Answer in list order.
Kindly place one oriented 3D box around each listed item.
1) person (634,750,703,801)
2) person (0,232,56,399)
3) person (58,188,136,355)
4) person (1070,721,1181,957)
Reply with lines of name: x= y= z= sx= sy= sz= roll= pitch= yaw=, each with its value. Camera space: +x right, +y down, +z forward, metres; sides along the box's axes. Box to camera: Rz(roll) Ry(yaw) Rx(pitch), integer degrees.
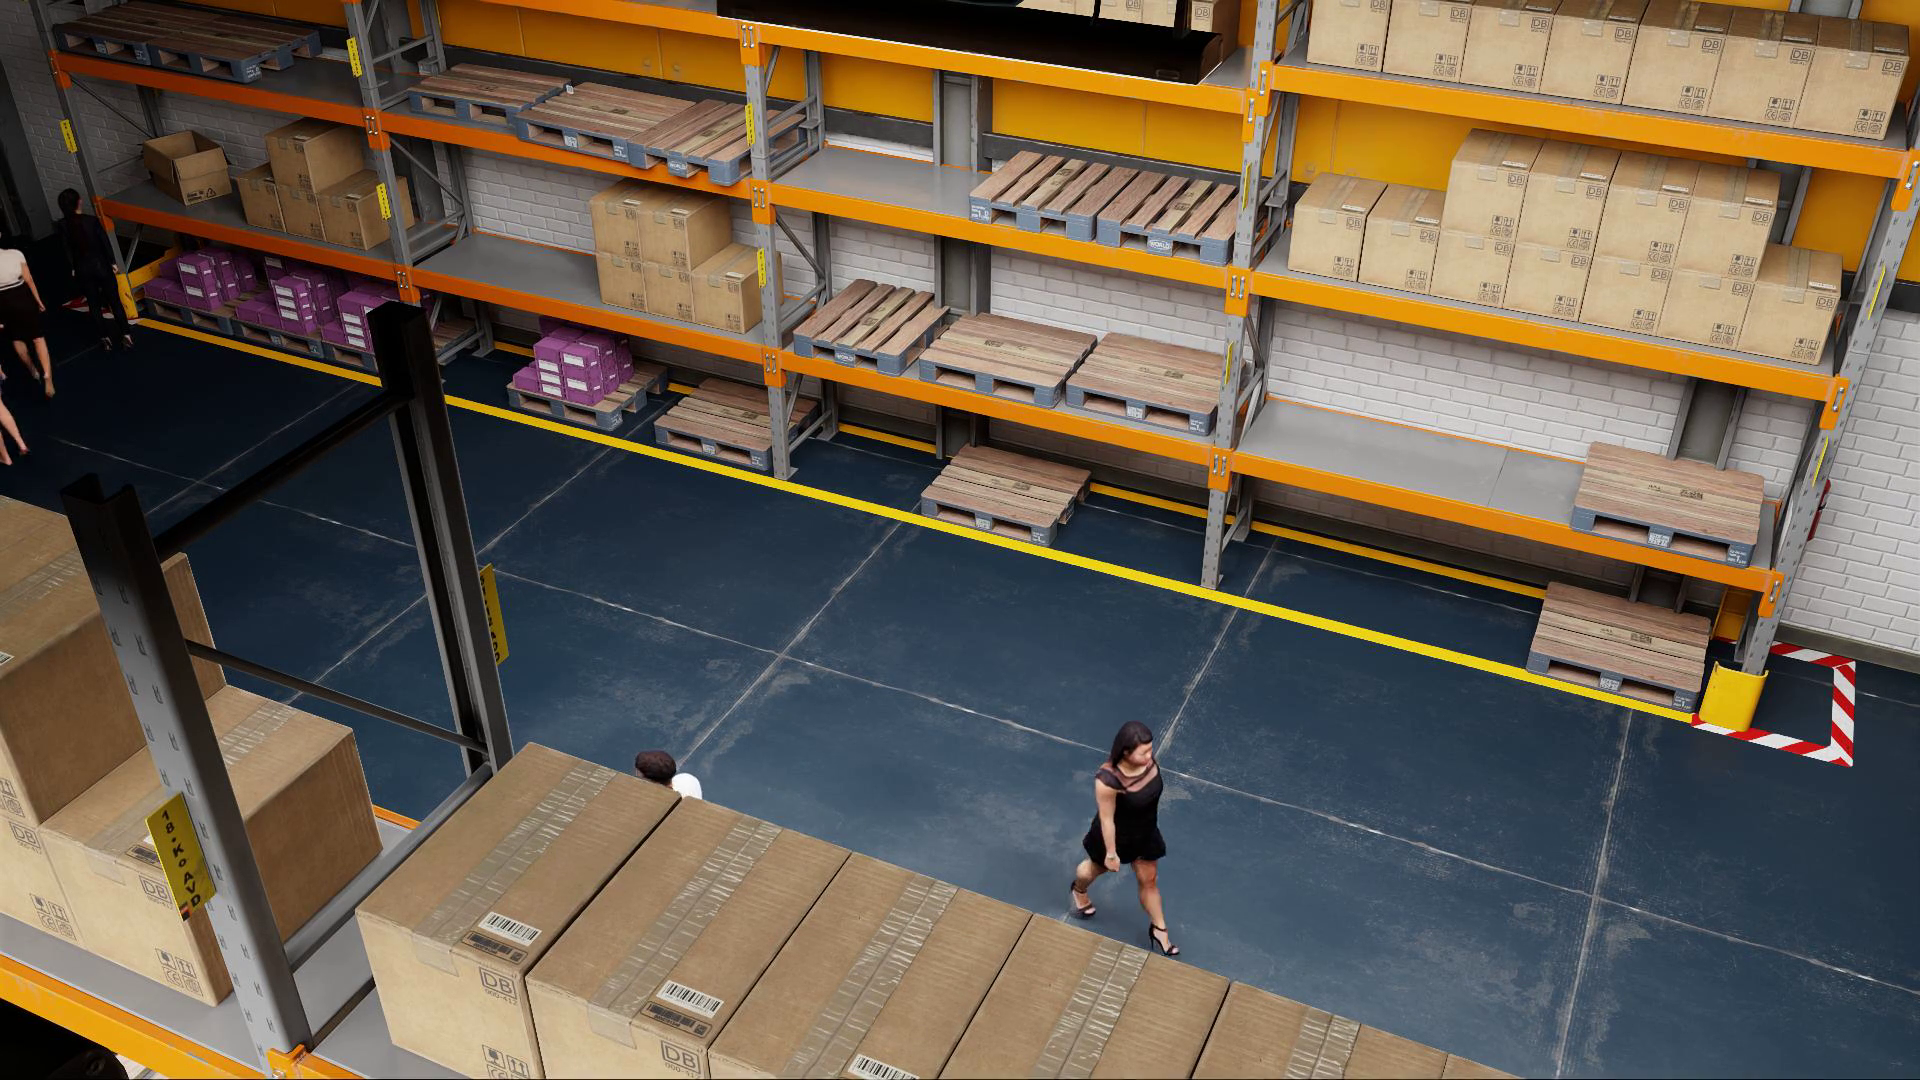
person: x=-1.537 y=1.916 z=9.543 sx=1.013 sy=1.835 sz=0.702 roll=16 pitch=37 yaw=23
person: x=-8.904 y=-2.144 z=15.746 sx=0.963 sy=1.731 sz=1.146 roll=-21 pitch=39 yaw=-29
person: x=-8.632 y=-2.687 z=16.581 sx=0.614 sy=1.711 sz=0.702 roll=-8 pitch=34 yaw=-11
person: x=0.903 y=1.729 z=9.977 sx=1.150 sy=1.666 sz=0.907 roll=29 pitch=43 yaw=36
